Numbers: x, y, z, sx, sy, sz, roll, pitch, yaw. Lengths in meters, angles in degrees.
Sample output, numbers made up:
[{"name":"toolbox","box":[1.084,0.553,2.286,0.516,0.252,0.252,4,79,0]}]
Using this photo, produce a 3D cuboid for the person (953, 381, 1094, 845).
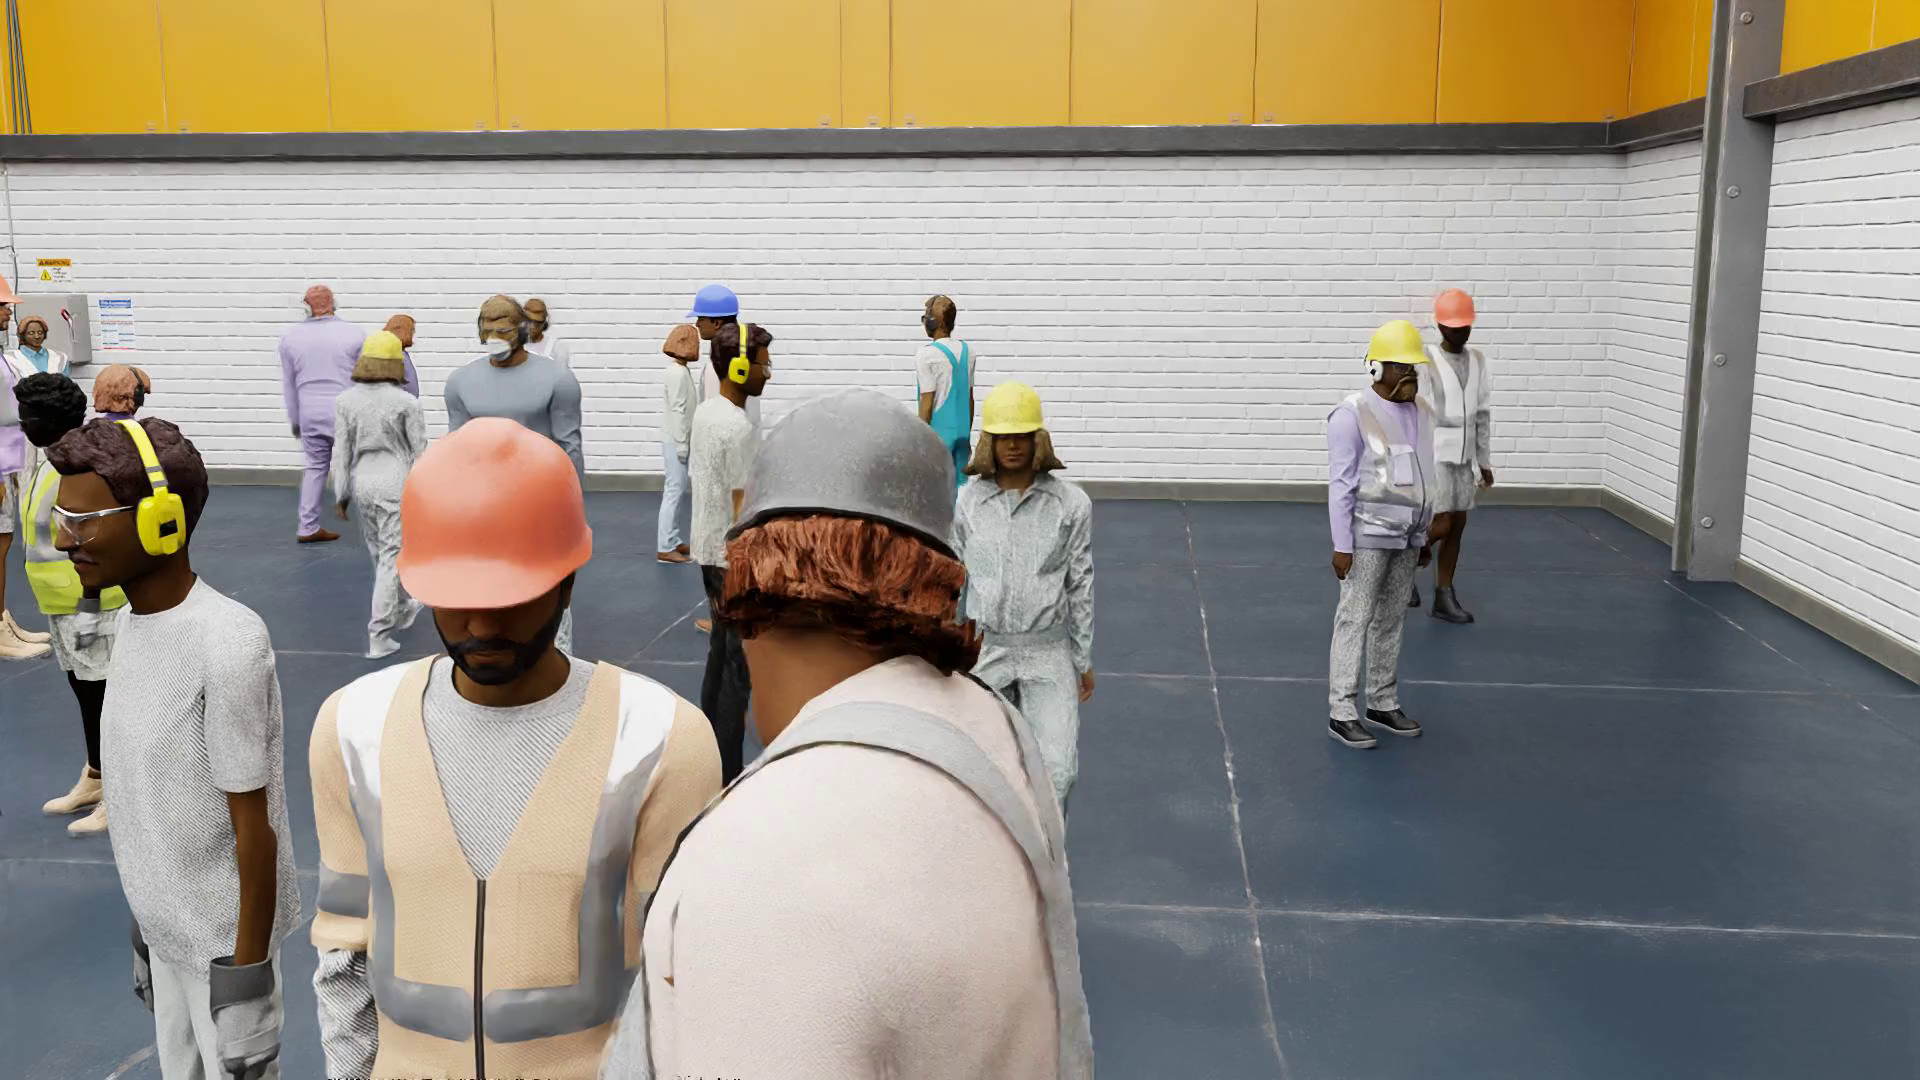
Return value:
[{"name":"person","box":[0.166,0.378,5.123,0.508,1.730,0.464,0,10,-1]}]

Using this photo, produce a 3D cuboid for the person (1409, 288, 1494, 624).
[{"name":"person","box":[2.756,-0.476,9.495,0.569,1.916,0.504,-5,11,-28]}]

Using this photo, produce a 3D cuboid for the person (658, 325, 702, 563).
[{"name":"person","box":[-1.918,-0.660,11.406,0.321,1.623,0.512,-1,10,-3]}]

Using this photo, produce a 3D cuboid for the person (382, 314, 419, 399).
[{"name":"person","box":[-4.299,-0.925,12.878,0.289,1.632,0.497,-3,10,-15]}]

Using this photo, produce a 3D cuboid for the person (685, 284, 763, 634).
[{"name":"person","box":[-1.296,-0.441,9.241,0.409,1.942,0.609,1,10,8]}]

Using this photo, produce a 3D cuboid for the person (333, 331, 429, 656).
[{"name":"person","box":[-3.045,-0.268,8.947,0.505,1.692,0.894,2,10,11]}]

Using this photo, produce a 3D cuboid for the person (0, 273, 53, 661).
[{"name":"person","box":[-5.000,-0.392,8.648,0.379,2.044,0.607,-5,11,-25]}]

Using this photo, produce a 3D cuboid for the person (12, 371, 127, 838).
[{"name":"person","box":[-3.227,0.230,6.080,0.321,1.695,0.530,-8,13,-39]}]

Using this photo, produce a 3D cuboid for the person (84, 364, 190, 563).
[{"name":"person","box":[-3.684,0.038,7.374,0.523,1.631,0.313,-1,10,-5]}]

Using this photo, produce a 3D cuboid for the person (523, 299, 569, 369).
[{"name":"person","box":[-3.008,-0.830,11.906,0.517,1.785,0.948,2,10,10]}]

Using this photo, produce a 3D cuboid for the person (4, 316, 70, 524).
[{"name":"person","box":[-6.888,-0.855,12.456,0.305,1.639,0.522,7,12,36]}]

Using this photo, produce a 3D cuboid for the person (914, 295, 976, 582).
[{"name":"person","box":[-0.106,-0.620,10.523,0.346,1.845,0.505,9,13,41]}]

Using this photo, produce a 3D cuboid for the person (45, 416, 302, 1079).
[{"name":"person","box":[-1.309,0.713,2.859,0.510,1.861,0.324,9,13,42]}]

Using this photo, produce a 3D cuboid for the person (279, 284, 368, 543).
[{"name":"person","box":[-4.509,-0.890,11.974,0.684,1.889,0.403,0,10,0]}]

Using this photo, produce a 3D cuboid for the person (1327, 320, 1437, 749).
[{"name":"person","box":[1.832,-0.028,7.170,0.600,1.830,0.403,-7,12,-35]}]

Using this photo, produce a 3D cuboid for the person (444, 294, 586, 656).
[{"name":"person","box":[-2.016,-0.146,7.578,0.636,1.931,0.377,1,10,4]}]

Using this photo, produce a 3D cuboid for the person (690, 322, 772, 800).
[{"name":"person","box":[-0.862,0.097,6.397,0.332,1.857,0.527,-5,11,-25]}]

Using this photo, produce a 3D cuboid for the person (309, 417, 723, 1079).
[{"name":"person","box":[-0.580,0.793,2.205,0.550,1.925,0.390,0,10,2]}]

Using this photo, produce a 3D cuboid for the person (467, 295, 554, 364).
[{"name":"person","box":[-2.406,-0.362,8.929,0.356,1.887,0.574,8,13,38]}]
